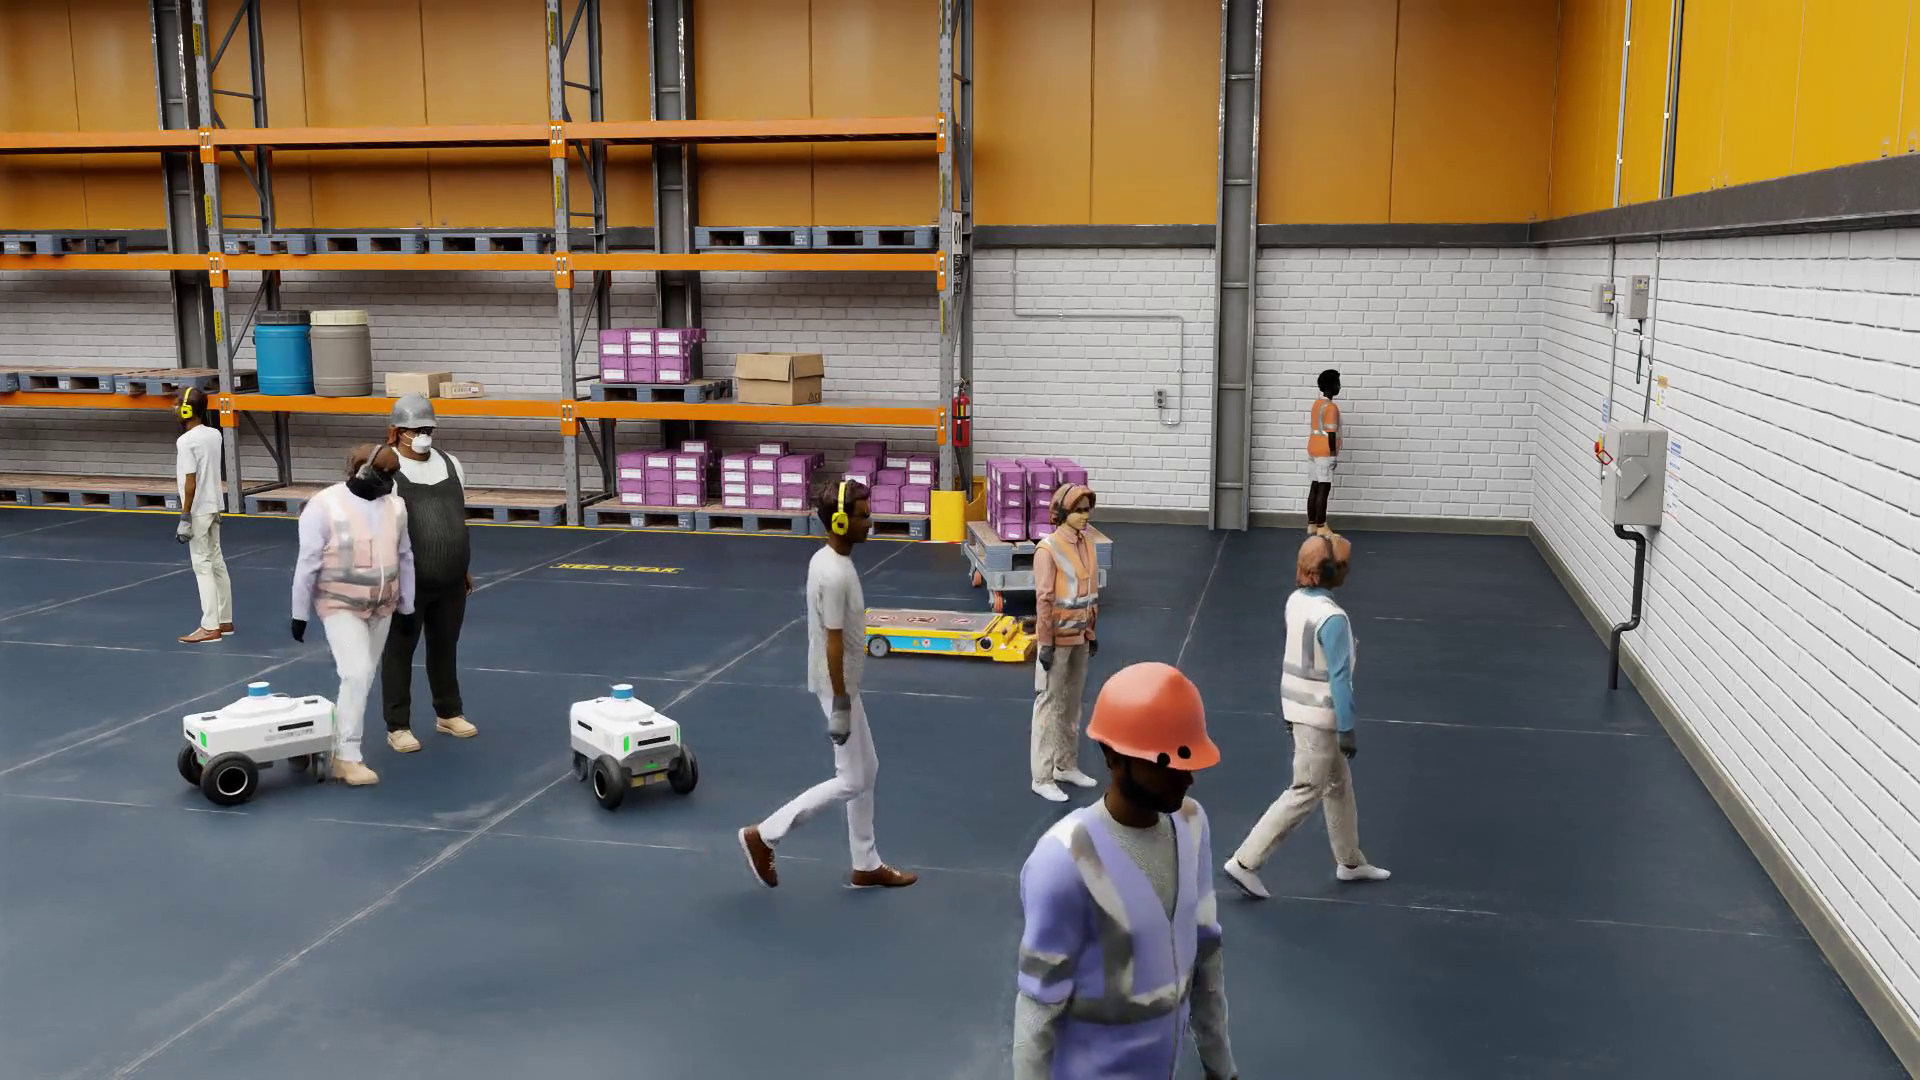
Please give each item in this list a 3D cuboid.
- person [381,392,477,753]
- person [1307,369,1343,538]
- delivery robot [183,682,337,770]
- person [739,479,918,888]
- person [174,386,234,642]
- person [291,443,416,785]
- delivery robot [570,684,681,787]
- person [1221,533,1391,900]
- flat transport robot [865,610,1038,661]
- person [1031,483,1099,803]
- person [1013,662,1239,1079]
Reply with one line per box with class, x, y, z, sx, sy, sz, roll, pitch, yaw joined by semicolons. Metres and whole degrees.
person;-3.048;0.172;9.488;0.538;2.000;0.689;8;12;38
person;3.631;-0.850;16.555;0.322;1.697;0.535;-1;10;-4
delivery robot;-3.669;0.992;8.746;0.707;0.478;0.477;-8;12;-38
person;-0.569;0.651;7.233;0.708;1.849;0.526;-1;10;-5
person;-5.544;-0.189;12.119;0.328;1.875;0.513;0;10;2
person;-3.182;0.389;8.928;0.675;1.801;0.688;6;11;32
delivery robot;-1.757;1.000;8.700;0.477;0.478;0.707;-7;12;-36
person;1.522;0.764;7.246;0.800;1.604;0.521;-1;10;-6
flat transport robot;-0.192;0.661;11.823;1.431;0.197;0.652;2;10;12
person;0.551;0.520;8.618;0.311;1.636;0.523;6;12;34
person;0.399;1.203;3.738;0.493;1.919;0.555;8;12;38
